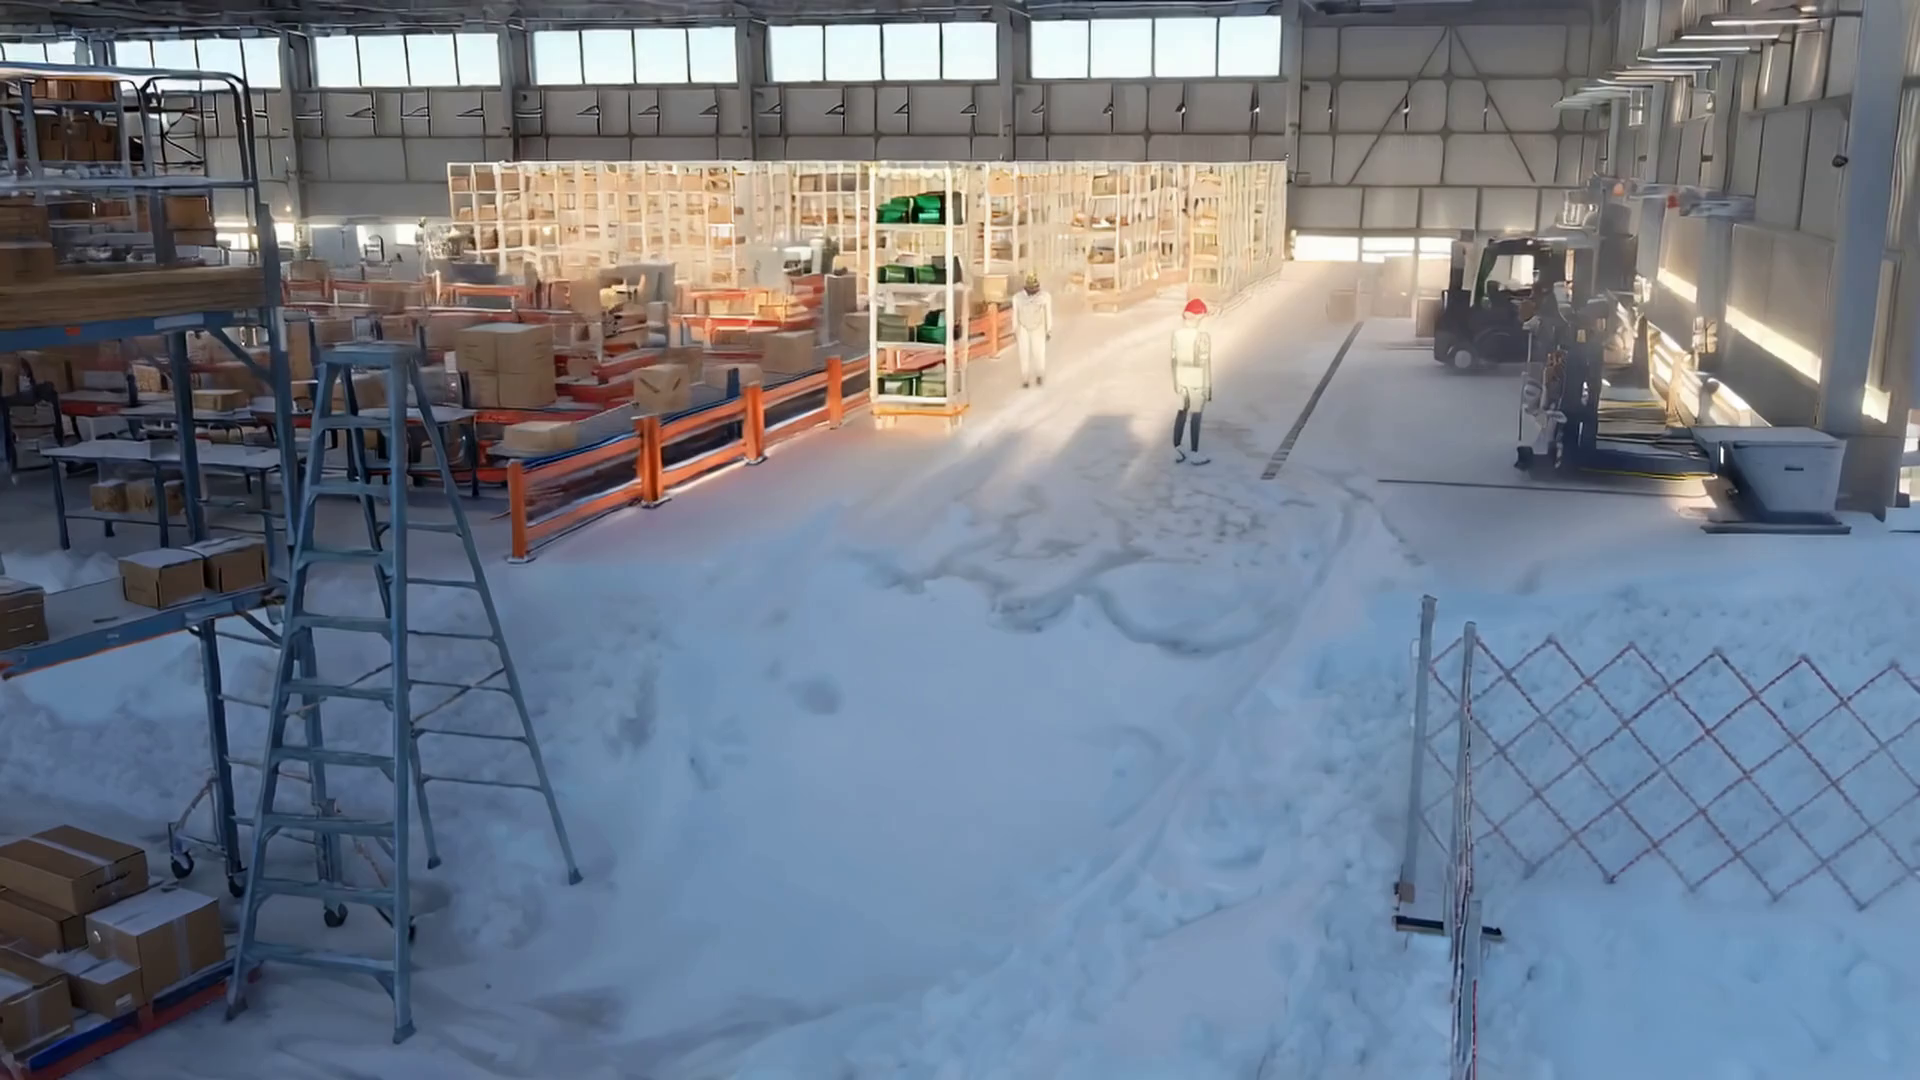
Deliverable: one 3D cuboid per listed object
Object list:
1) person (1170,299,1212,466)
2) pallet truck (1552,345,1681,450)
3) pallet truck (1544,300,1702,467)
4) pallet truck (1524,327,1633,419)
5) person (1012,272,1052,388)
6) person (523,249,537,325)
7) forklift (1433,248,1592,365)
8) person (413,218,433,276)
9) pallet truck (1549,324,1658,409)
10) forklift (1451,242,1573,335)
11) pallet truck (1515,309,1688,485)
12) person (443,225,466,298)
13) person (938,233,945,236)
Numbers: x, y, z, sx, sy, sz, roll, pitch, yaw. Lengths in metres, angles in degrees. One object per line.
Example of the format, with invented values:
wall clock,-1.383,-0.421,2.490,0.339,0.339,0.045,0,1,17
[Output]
person,2.852,-1.937,20.469,0.372,2.044,0.607,-12,17,-41
pallet truck,8.641,-1.896,21.908,1.630,1.274,0.653,4,14,16
pallet truck,8.263,-1.952,20.631,1.885,1.965,0.823,5,14,20
pallet truck,9.065,-2.460,24.370,1.522,1.261,0.704,3,13,14
person,1.178,-3.454,27.361,0.657,1.896,0.462,2,13,9
person,-9.337,-5.442,36.233,0.328,1.760,0.523,0,13,-1
forklift,9.780,-4.111,29.280,2.680,1.987,1.157,3,13,14
person,-16.953,-9.248,52.505,0.404,1.833,0.590,8,15,32
pallet truck,9.824,-2.669,25.407,1.601,1.201,0.680,4,14,16
forklift,10.464,-4.597,31.405,2.680,1.987,1.157,4,14,16
pallet truck,7.554,-1.677,19.446,1.885,1.965,0.823,3,13,14
person,-13.477,-7.401,44.320,0.438,1.932,0.607,8,15,32
person,-0.517,-8.698,50.102,0.390,1.846,0.564,1,13,6
